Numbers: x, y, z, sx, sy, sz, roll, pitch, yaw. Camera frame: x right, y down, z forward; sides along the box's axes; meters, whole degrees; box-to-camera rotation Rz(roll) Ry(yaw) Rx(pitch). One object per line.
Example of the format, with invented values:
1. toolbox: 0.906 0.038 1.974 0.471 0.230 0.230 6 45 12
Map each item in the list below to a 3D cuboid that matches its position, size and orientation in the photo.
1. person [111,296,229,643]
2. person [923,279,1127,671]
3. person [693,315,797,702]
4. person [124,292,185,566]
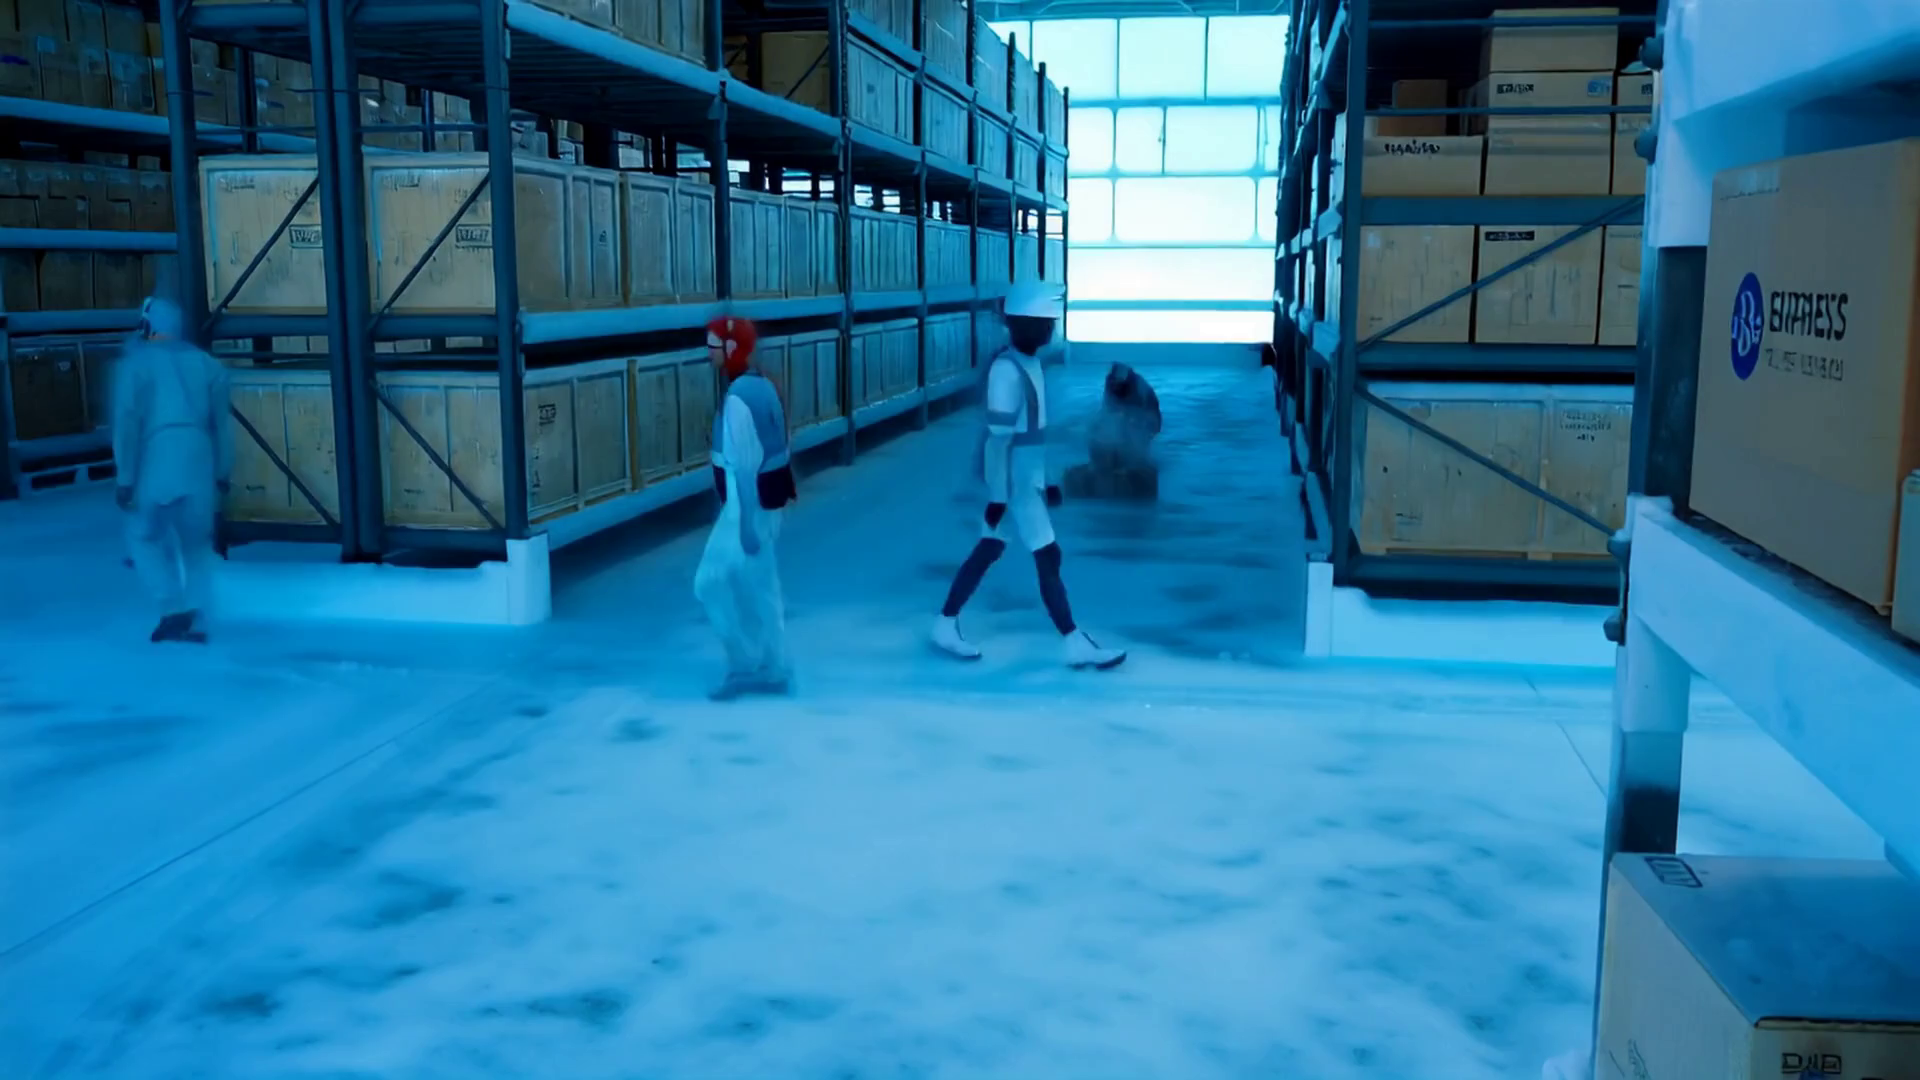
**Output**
1. person: -4.280 -0.366 9.003 0.432 1.891 0.678 6 11 34
2. person: 0.291 -0.320 8.473 1.082 1.993 0.627 1 9 9
3. person: -1.040 -0.142 7.851 0.515 1.823 0.569 1 9 8
4. person: -5.489 -0.755 11.457 0.680 1.873 0.828 0 9 3
